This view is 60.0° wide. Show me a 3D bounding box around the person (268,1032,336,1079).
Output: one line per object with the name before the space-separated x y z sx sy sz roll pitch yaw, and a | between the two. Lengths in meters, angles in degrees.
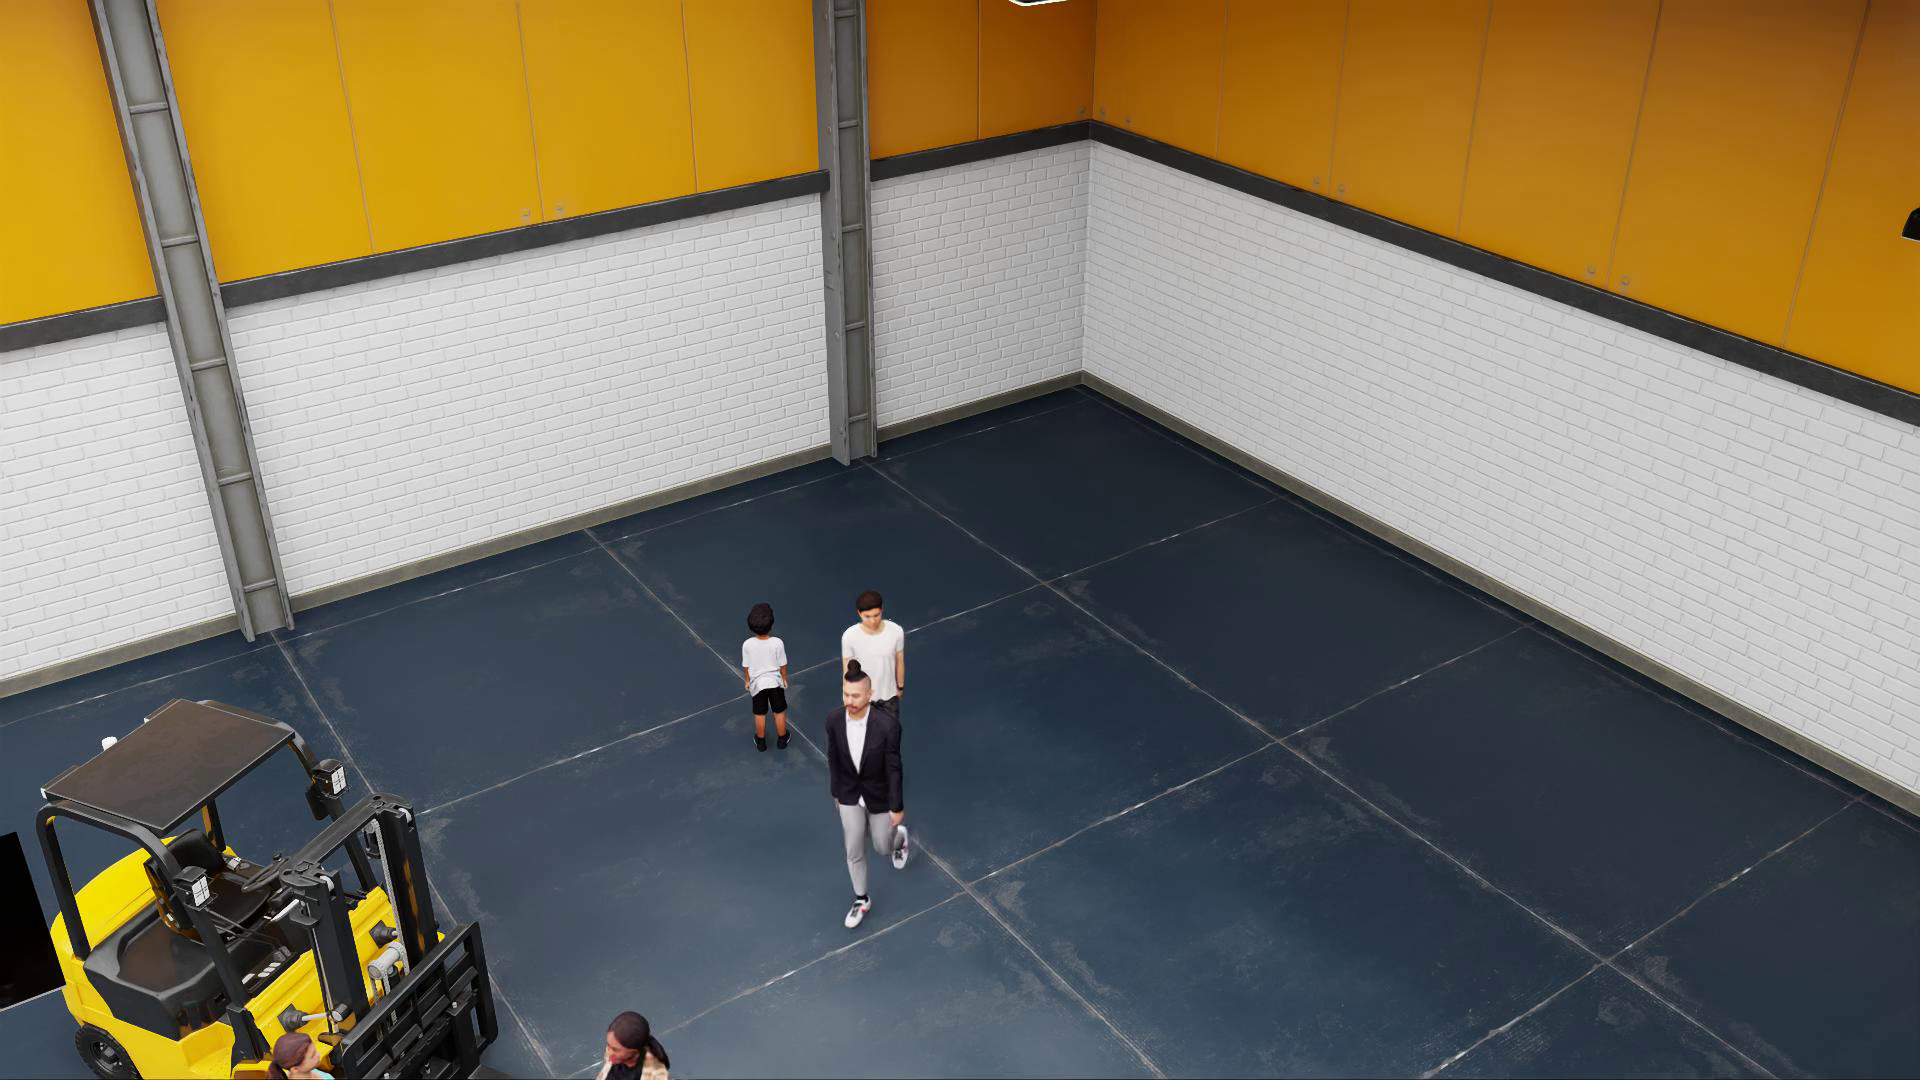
person | -3.275 3.114 8.529 0.566 1.558 0.567 -15 32 -25

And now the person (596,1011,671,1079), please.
person | -1.563 3.027 8.452 0.691 1.784 0.768 21 35 33

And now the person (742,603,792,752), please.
person | -1.472 1.046 12.629 0.554 1.262 0.633 -2 29 -4

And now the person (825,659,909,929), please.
person | -0.566 1.595 10.922 1.035 1.933 1.146 9 30 17

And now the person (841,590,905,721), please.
person | -0.644 1.054 12.149 0.704 1.707 0.785 -3 29 -5
